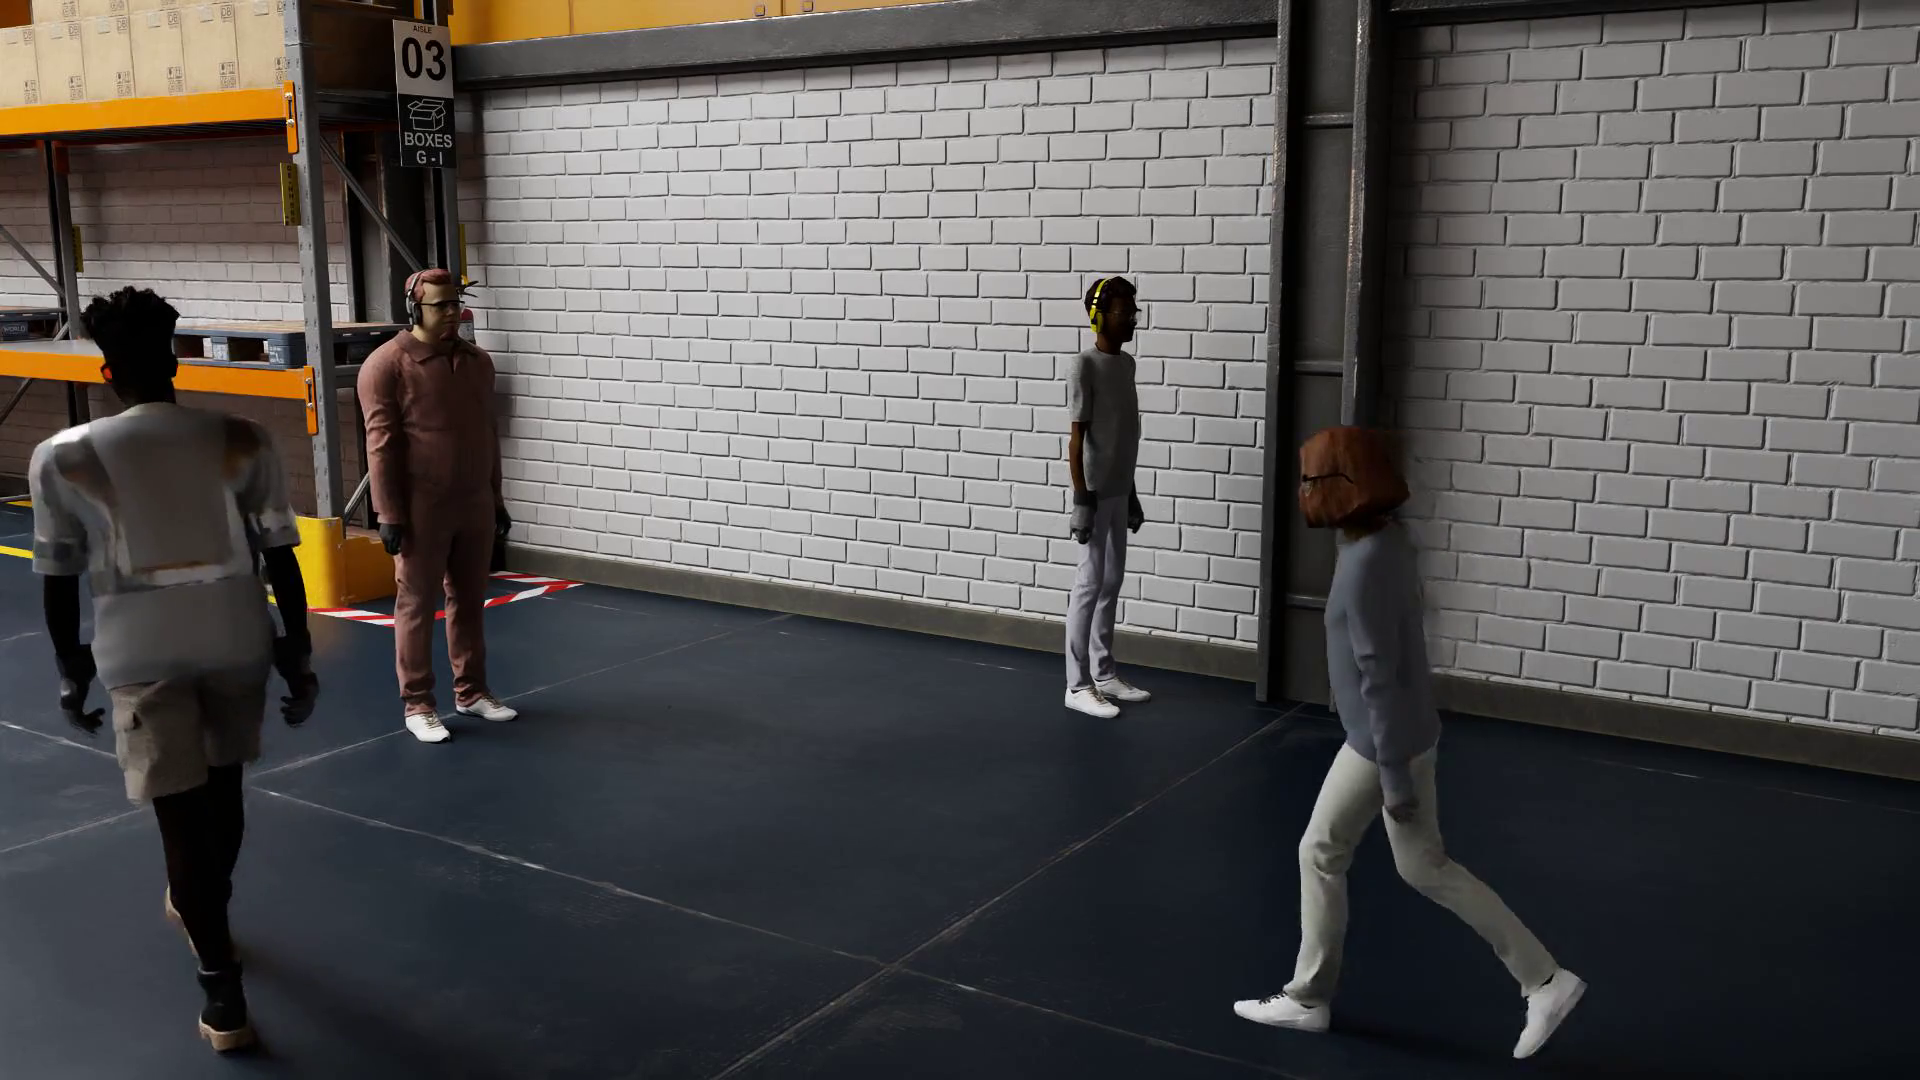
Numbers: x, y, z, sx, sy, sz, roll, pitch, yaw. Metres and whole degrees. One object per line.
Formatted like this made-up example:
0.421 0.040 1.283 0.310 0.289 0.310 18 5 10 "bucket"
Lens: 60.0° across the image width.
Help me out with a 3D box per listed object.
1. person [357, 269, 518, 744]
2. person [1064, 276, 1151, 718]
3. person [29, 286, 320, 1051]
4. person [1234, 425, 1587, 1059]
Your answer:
-2.103 -0.145 6.806 0.409 1.907 0.650 6 12 32 "person"
0.638 -0.187 7.141 0.322 1.871 0.531 6 12 32 "person"
-2.047 0.298 4.363 0.619 1.898 0.974 -7 13 -35 "person"
1.139 0.509 4.110 0.801 1.583 0.509 5 11 25 "person"
